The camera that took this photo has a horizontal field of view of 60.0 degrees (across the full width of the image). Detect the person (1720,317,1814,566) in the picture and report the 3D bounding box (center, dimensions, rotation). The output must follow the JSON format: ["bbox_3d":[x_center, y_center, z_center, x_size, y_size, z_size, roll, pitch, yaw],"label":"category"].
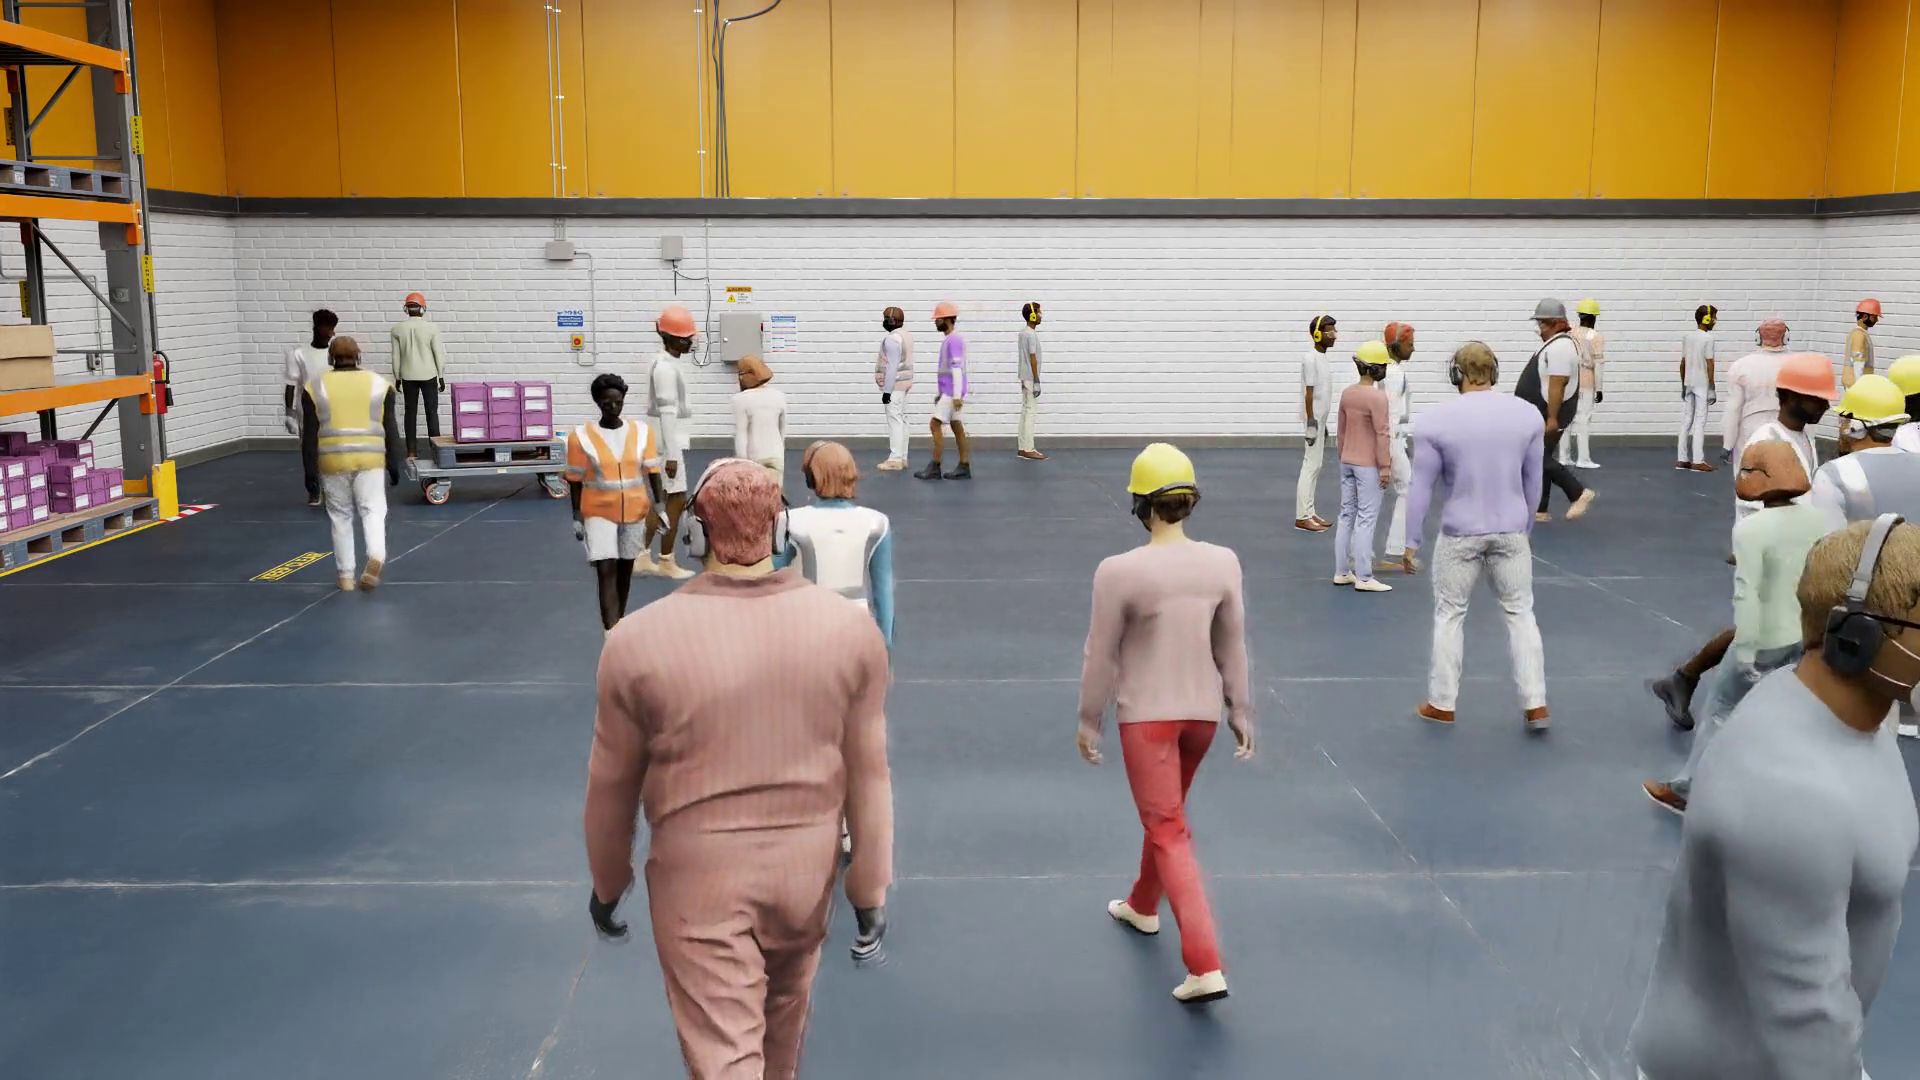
[{"bbox_3d":[6.119,-0.736,12.643,0.648,1.904,0.401,2,9,9],"label":"person"}]

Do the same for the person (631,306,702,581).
[{"bbox_3d":[-2.161,-0.698,12.138,0.598,2.003,0.634,-1,9,-6],"label":"person"}]

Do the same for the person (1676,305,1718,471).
[{"bbox_3d":[8.309,-1.702,18.695,0.327,1.865,0.518,-3,10,-16],"label":"person"}]

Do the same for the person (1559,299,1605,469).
[{"bbox_3d":[7.081,-1.775,18.941,0.385,1.925,0.592,-5,11,-30],"label":"person"}]

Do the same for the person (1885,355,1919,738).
[{"bbox_3d":[4.521,0.088,7.709,0.596,1.882,0.844,-3,10,-15],"label":"person"}]

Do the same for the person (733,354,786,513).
[{"bbox_3d":[-1.538,-0.606,12.718,0.471,1.623,0.419,-4,10,-25],"label":"person"}]

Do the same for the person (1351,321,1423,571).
[{"bbox_3d":[3.224,-0.684,12.381,0.584,1.874,0.596,-2,9,-10],"label":"person"}]

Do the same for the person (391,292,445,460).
[{"bbox_3d":[-6.415,-1.937,19.743,0.610,1.990,0.390,0,9,-3],"label":"person"}]

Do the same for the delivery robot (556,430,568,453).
[{"bbox_3d":[-4.217,-0.918,17.595,0.477,0.478,0.707,1,9,6],"label":"delivery robot"}]

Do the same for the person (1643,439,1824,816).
[{"bbox_3d":[3.181,0.394,6.665,0.513,1.594,0.835,-4,10,-22],"label":"person"}]

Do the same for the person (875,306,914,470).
[{"bbox_3d":[-0.751,-1.717,18.851,0.429,1.844,0.625,2,10,13],"label":"person"}]

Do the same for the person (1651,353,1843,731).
[{"bbox_3d":[3.782,0.055,7.859,0.953,1.896,0.548,9,13,44],"label":"person"}]

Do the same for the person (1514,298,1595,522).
[{"bbox_3d":[5.238,-1.145,14.735,0.642,2.000,0.693,2,10,13],"label":"person"}]

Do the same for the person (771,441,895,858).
[{"bbox_3d":[-0.531,0.405,6.599,0.519,1.592,0.855,-5,10,-28],"label":"person"}]

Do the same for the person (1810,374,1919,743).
[{"bbox_3d":[3.715,0.236,6.899,0.596,1.832,0.404,-3,10,-17],"label":"person"}]

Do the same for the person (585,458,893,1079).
[{"bbox_3d":[-0.497,0.743,3.753,0.649,1.853,1.008,-4,10,-22],"label":"person"}]

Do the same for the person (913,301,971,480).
[{"bbox_3d":[-0.220,-1.584,17.809,0.770,1.910,0.585,0,9,-3],"label":"person"}]

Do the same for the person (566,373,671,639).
[{"bbox_3d":[-1.962,-0.127,9.634,0.547,1.655,0.828,-5,11,-29],"label":"person"}]

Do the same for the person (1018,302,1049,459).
[{"bbox_3d":[0.861,-1.899,19.875,0.328,1.874,0.514,-2,10,-14],"label":"person"}]

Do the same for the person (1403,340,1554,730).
[{"bbox_3d":[2.566,-0.001,8.112,0.779,1.915,0.535,0,9,2],"label":"person"}]

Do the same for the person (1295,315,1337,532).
[{"bbox_3d":[3.109,-1.014,14.459,0.310,1.868,0.532,4,10,23],"label":"person"}]

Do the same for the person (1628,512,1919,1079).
[{"bbox_3d":[1.366,0.901,2.603,0.840,1.902,0.691,6,11,35],"label":"person"}]

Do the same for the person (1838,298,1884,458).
[{"bbox_3d":[10.242,-1.775,18.931,0.370,1.932,0.543,4,10,23],"label":"person"}]

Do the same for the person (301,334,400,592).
[{"bbox_3d":[-4.221,-0.514,11.563,0.648,1.822,0.750,-4,10,-22],"label":"person"}]

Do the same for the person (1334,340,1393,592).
[{"bbox_3d":[2.871,-0.521,11.751,0.323,1.767,0.533,-4,10,-21],"label":"person"}]

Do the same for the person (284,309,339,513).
[{"bbox_3d":[-6.025,-1.222,15.667,0.618,1.901,1.048,-4,10,-22],"label":"person"}]

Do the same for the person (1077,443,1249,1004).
[{"bbox_3d":[0.670,0.557,5.285,0.542,1.724,0.909,-4,10,-24],"label":"person"}]
